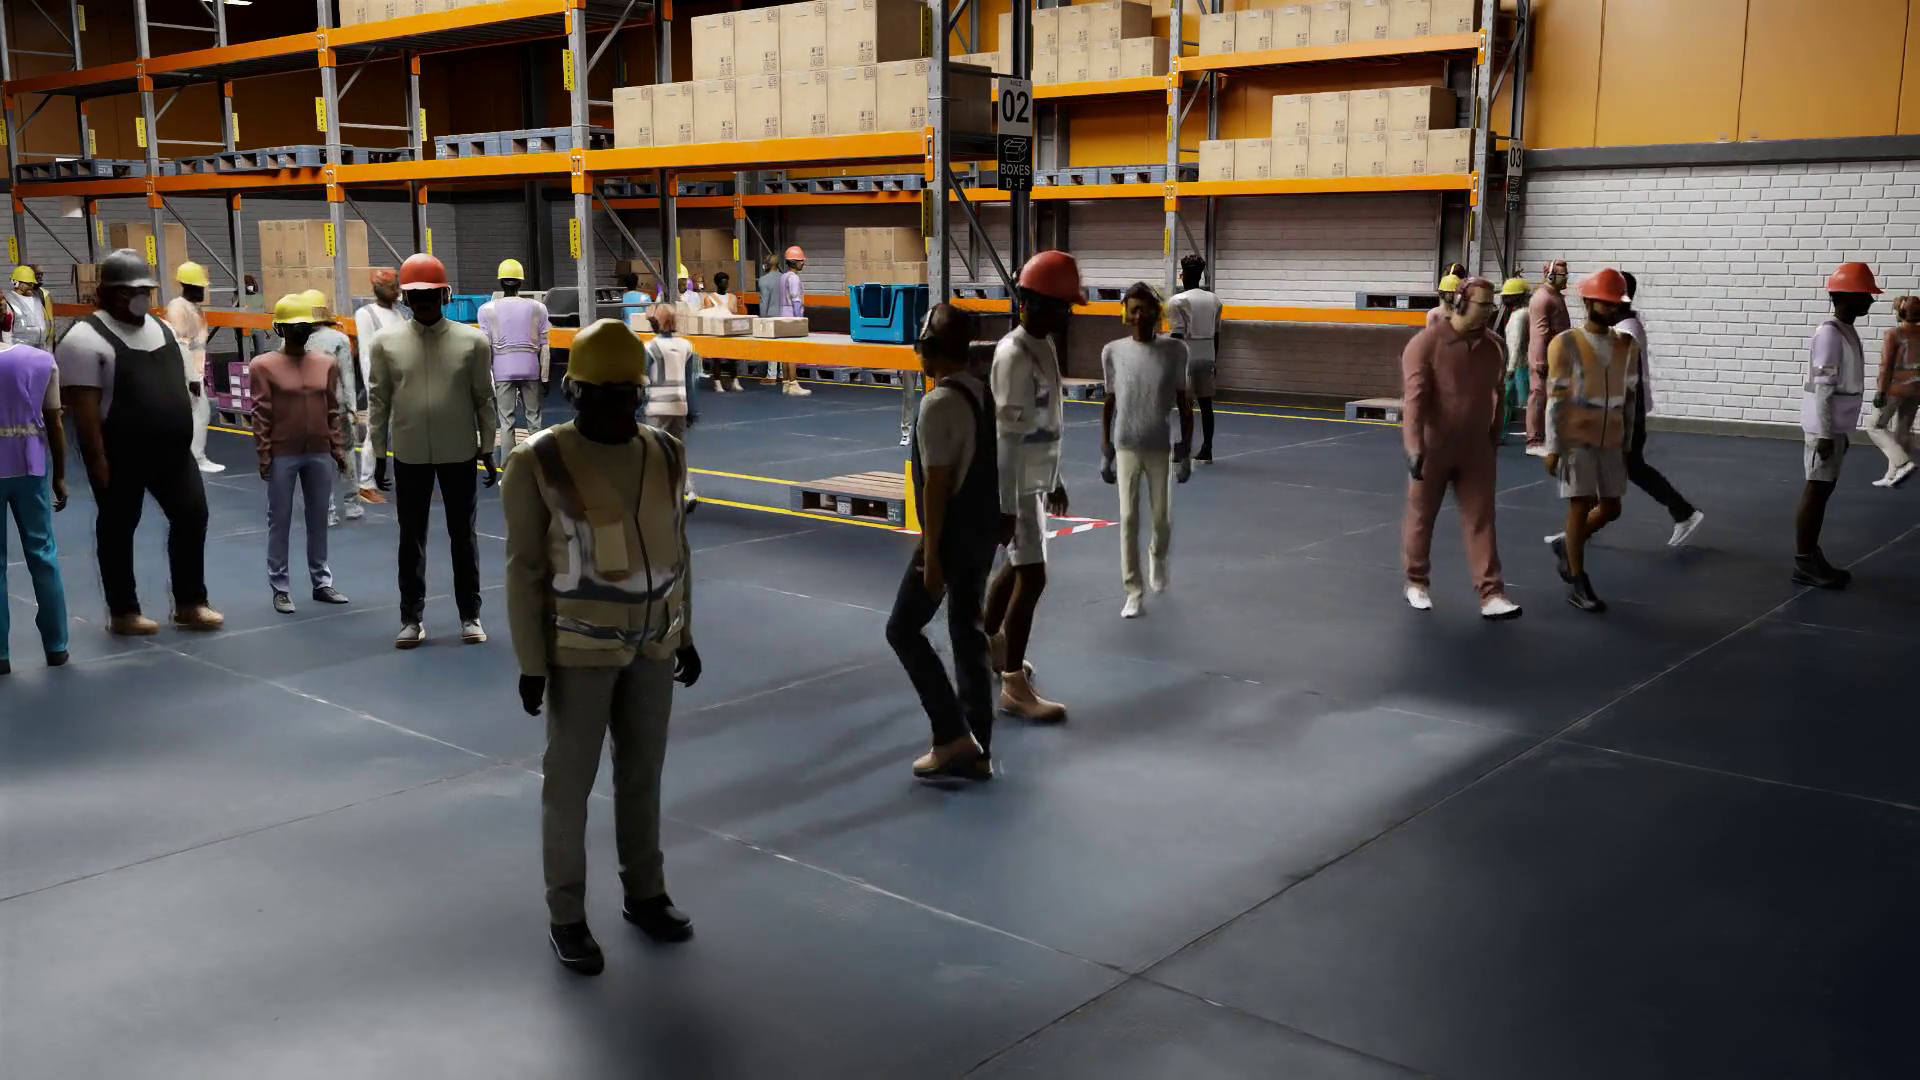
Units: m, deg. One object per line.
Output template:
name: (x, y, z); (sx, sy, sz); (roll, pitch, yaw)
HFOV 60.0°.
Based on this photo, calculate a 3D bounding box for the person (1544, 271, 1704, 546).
person: (4.535, -0.870, 11.208); (0.935, 1.882, 0.585); (4, 11, 23)

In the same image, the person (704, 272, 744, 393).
person: (-3.327, -2.907, 23.352); (0.539, 1.693, 0.338); (-7, 12, -35)

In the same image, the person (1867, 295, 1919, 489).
person: (7.876, -1.226, 13.910); (0.534, 1.627, 0.396); (-4, 11, -22)

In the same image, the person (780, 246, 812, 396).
person: (-2.283, -3.011, 22.918); (0.389, 2.045, 0.606); (-4, 11, -20)

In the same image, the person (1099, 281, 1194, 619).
person: (1.045, -0.521, 9.304); (0.530, 1.848, 0.721); (2, 10, 11)

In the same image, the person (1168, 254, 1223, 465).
person: (2.160, -1.665, 15.473); (0.607, 1.966, 0.373); (-6, 12, -31)

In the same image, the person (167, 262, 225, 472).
person: (-6.917, -1.538, 14.972); (0.513, 1.882, 0.592); (-2, 10, -10)

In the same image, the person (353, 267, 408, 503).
person: (-4.557, -1.226, 13.242); (0.386, 1.885, 0.585); (3, 11, 19)

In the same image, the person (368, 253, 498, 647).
person: (-2.674, -0.448, 8.463); (0.625, 1.992, 0.388); (-3, 10, -16)

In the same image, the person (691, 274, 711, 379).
person: (-4.089, -3.315, 25.842); (0.283, 1.626, 0.492); (6, 12, 30)

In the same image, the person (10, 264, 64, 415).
person: (-11.086, -2.383, 19.960); (0.430, 1.835, 0.622); (2, 10, 10)

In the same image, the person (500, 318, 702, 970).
person: (-0.993, 0.287, 4.748); (0.601, 1.827, 0.403); (-9, 14, -43)

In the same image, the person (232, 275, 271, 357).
person: (-10.261, -3.014, 24.099); (0.508, 1.632, 0.265); (-9, 13, -41)

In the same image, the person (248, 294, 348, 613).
person: (-3.695, -0.485, 9.324); (0.318, 1.769, 0.522); (9, 13, 40)

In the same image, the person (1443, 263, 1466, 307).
person: (5.067, -1.918, 17.185); (0.317, 1.870, 0.531); (6, 11, 29)

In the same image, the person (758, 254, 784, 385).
person: (-2.767, -3.263, 24.651); (0.364, 1.939, 0.636); (7, 12, 34)

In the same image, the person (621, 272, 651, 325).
person: (-4.663, -2.996, 23.837); (0.564, 1.680, 0.599); (1, 10, 6)

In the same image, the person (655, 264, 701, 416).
person: (-3.352, -2.389, 19.972); (0.601, 1.830, 0.404); (-8, 13, -38)

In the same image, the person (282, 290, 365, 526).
person: (-4.682, -0.977, 12.258); (0.504, 1.704, 0.716); (-2, 10, -9)

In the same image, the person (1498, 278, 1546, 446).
person: (5.757, -1.790, 16.867); (0.803, 1.726, 0.527); (2, 10, 13)

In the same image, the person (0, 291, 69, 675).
person: (-4.552, -0.278, 7.915); (0.564, 1.846, 0.390); (-9, 13, -42)

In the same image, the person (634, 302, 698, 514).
person: (-2.185, -0.934, 12.270); (0.335, 1.626, 0.535); (7, 12, 35)

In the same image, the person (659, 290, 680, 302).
person: (-3.038, -1.864, 17.575); (0.529, 1.622, 0.464); (-7, 12, -33)

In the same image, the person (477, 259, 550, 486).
person: (-3.765, -1.401, 14.077); (0.589, 1.928, 0.384); (-4, 11, -22)

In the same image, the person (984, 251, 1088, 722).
person: (0.265, -0.250, 7.327); (0.612, 2.007, 0.851); (2, 10, 12)

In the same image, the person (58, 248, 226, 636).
person: (-4.197, -0.495, 8.600); (0.724, 2.000, 0.711); (4, 11, 24)

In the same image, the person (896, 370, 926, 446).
person: (-0.412, -1.778, 17.064); (0.498, 1.633, 0.285); (-1, 10, -3)

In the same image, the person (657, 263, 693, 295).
person: (-4.255, -3.312, 24.932); (0.548, 1.937, 0.379); (-2, 10, -13)

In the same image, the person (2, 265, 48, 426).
person: (-10.534, -2.176, 18.780); (0.403, 1.827, 0.586); (2, 10, 13)

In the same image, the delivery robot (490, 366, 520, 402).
delivery robot: (-5.828, -1.927, 20.713); (0.707, 0.478, 0.477); (-2, 10, -12)

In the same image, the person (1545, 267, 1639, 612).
person: (3.550, -0.583, 9.445); (0.552, 1.920, 0.660); (-2, 10, -10)

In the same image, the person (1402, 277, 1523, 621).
person: (2.720, -0.480, 9.031); (0.678, 1.858, 0.965); (-2, 10, -9)

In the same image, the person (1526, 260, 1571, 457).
person: (5.751, -1.767, 16.225); (0.399, 1.909, 0.642); (6, 11, 29)

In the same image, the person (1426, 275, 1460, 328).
person: (4.738, -1.695, 16.217); (0.535, 1.766, 0.318); (-7, 12, -36)

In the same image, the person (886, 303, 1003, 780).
person: (-0.031, 0.020, 6.316); (0.452, 1.817, 0.517); (6, 11, 29)

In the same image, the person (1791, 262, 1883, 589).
person: (5.254, -0.686, 9.977); (0.375, 1.939, 0.546); (8, 13, 37)
